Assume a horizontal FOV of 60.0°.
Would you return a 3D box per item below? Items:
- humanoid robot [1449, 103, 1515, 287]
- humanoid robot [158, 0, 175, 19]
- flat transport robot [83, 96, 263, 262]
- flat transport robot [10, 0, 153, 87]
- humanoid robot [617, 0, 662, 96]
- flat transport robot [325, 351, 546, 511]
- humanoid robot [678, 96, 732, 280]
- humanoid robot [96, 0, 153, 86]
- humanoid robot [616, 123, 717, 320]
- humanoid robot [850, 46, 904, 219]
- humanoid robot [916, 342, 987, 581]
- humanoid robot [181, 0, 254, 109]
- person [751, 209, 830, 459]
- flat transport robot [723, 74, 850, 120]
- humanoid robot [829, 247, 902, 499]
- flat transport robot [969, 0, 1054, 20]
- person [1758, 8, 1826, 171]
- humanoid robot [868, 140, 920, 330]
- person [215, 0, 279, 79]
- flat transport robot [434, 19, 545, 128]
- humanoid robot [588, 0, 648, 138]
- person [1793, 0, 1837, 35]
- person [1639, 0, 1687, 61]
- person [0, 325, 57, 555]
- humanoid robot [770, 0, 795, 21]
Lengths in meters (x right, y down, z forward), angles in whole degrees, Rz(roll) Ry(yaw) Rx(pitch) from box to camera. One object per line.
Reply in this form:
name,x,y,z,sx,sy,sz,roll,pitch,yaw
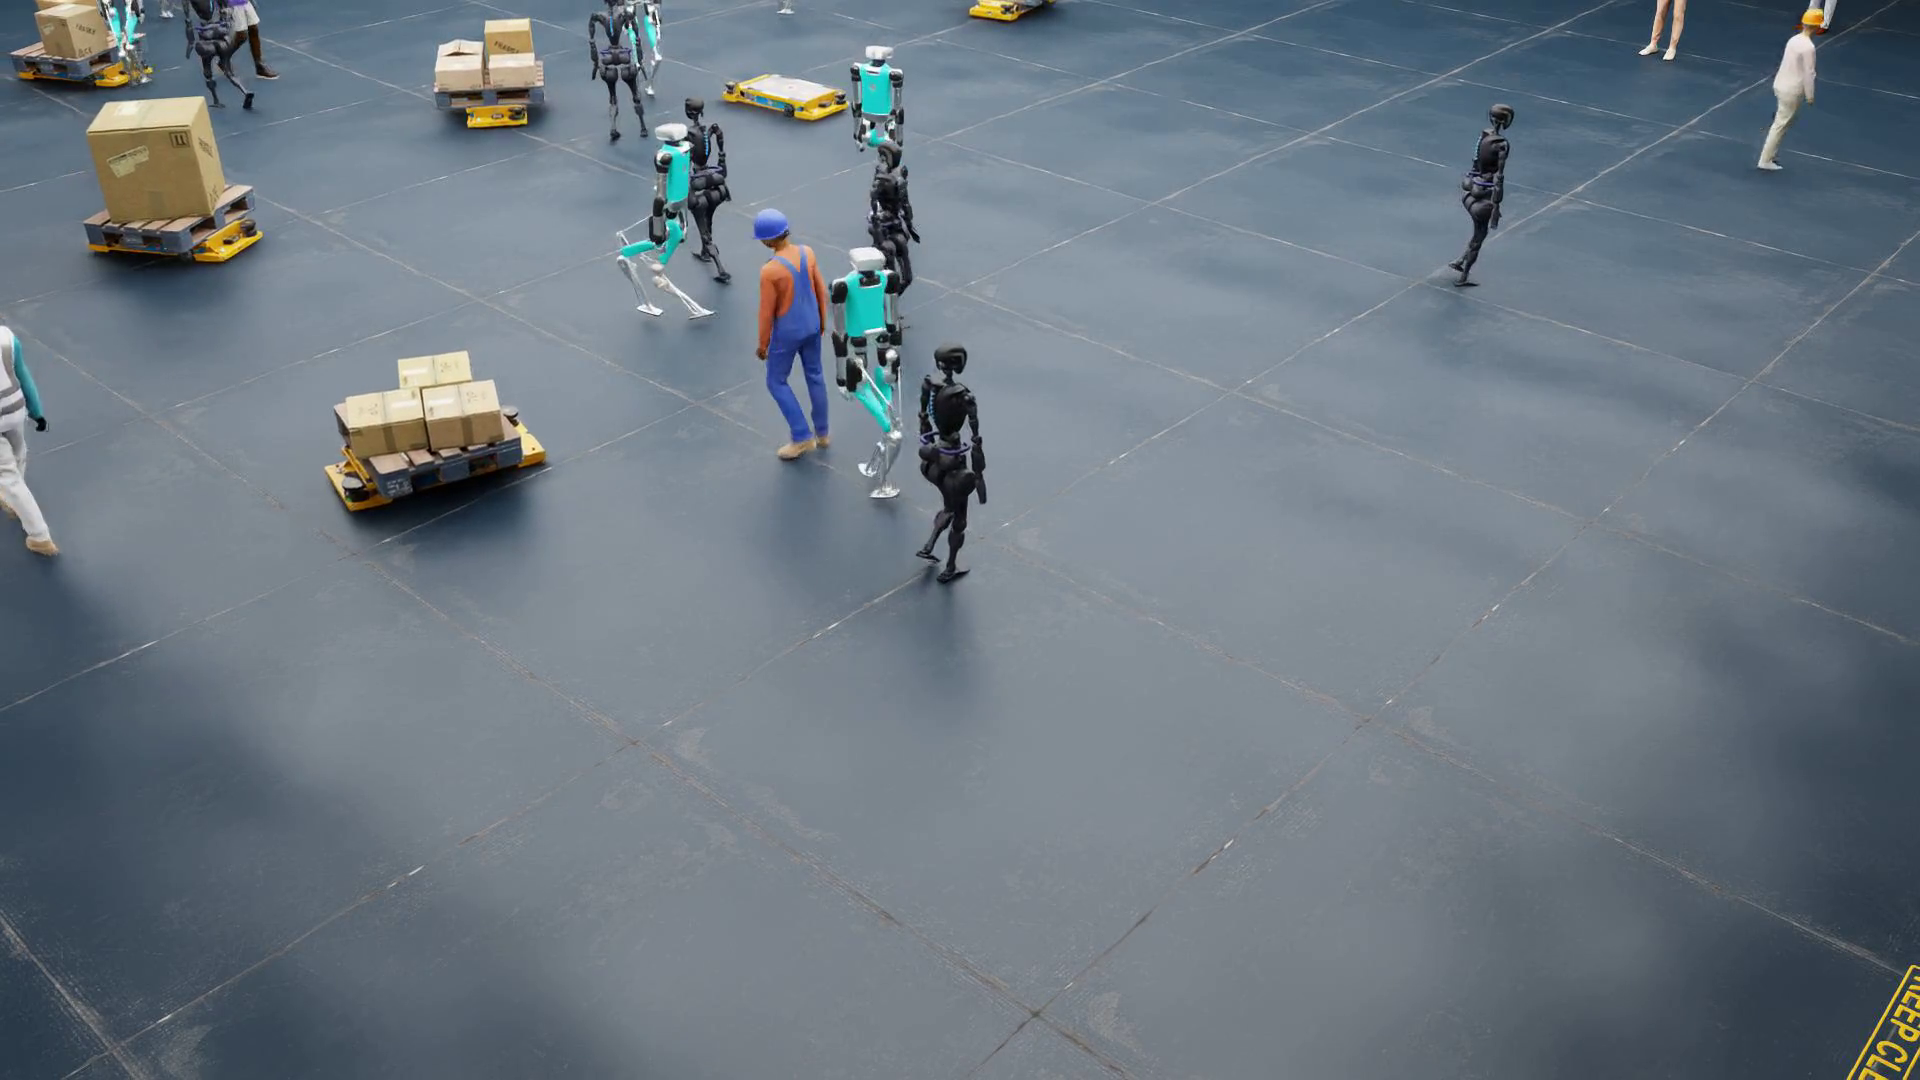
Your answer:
humanoid robot,4.639,-3.046,14.722,0.330,1.642,0.612,-4,32,-6
humanoid robot,-10.866,-7.853,22.428,0.552,1.806,0.777,-23,39,-33
flat transport robot,-7.459,-2.902,15.828,1.431,0.231,0.659,7,32,11
flat transport robot,-10.802,-5.813,20.514,1.431,0.231,0.659,9,33,14
humanoid robot,-3.706,-6.022,19.523,0.552,1.843,0.797,-10,33,-16
flat transport robot,-3.823,-0.601,12.122,1.431,0.231,0.659,-19,36,-27
humanoid robot,-2.318,-3.184,15.006,0.608,1.630,0.799,-26,40,-36
humanoid robot,-10.049,-6.263,19.880,0.548,1.798,0.808,-8,33,-12
humanoid robot,-2.550,-2.656,14.043,0.952,1.748,0.579,9,33,14
humanoid robot,-0.726,-3.974,16.182,0.549,1.744,1.040,11,34,17
humanoid robot,-0.051,-0.503,10.628,0.335,1.643,0.612,-25,40,-34
humanoid robot,-8.587,-5.763,19.120,0.626,1.640,0.597,16,35,24
person,-1.199,-1.509,12.067,0.602,1.877,0.403,-27,41,-36
flat transport robot,-2.047,-5.218,19.557,1.431,0.231,0.659,21,38,30
humanoid robot,-0.527,-1.053,11.486,0.560,1.773,0.943,-13,34,-20
flat transport robot,0.762,-7.577,23.355,0.659,0.231,1.431,17,36,26
person,8.711,-4.680,17.355,0.454,1.682,0.465,1,32,1
humanoid robot,-0.575,-2.568,13.966,0.337,1.651,0.608,16,35,24
person,-8.735,-6.517,20.068,0.571,1.943,0.632,5,32,8
flat transport robot,-5.434,-5.110,19.382,0.659,0.231,1.431,-6,32,-10
humanoid robot,-3.752,-5.220,18.238,0.609,1.630,0.436,-3,32,-6
person,11.499,-7.634,21.965,0.365,1.836,0.510,-13,34,-20
person,9.014,-7.017,20.932,0.350,1.874,0.512,-27,41,-36
person,-6.464,-0.798,10.982,0.978,1.791,0.644,20,37,29
humanoid robot,-2.397,-7.889,22.520,0.752,1.834,0.538,9,33,14
